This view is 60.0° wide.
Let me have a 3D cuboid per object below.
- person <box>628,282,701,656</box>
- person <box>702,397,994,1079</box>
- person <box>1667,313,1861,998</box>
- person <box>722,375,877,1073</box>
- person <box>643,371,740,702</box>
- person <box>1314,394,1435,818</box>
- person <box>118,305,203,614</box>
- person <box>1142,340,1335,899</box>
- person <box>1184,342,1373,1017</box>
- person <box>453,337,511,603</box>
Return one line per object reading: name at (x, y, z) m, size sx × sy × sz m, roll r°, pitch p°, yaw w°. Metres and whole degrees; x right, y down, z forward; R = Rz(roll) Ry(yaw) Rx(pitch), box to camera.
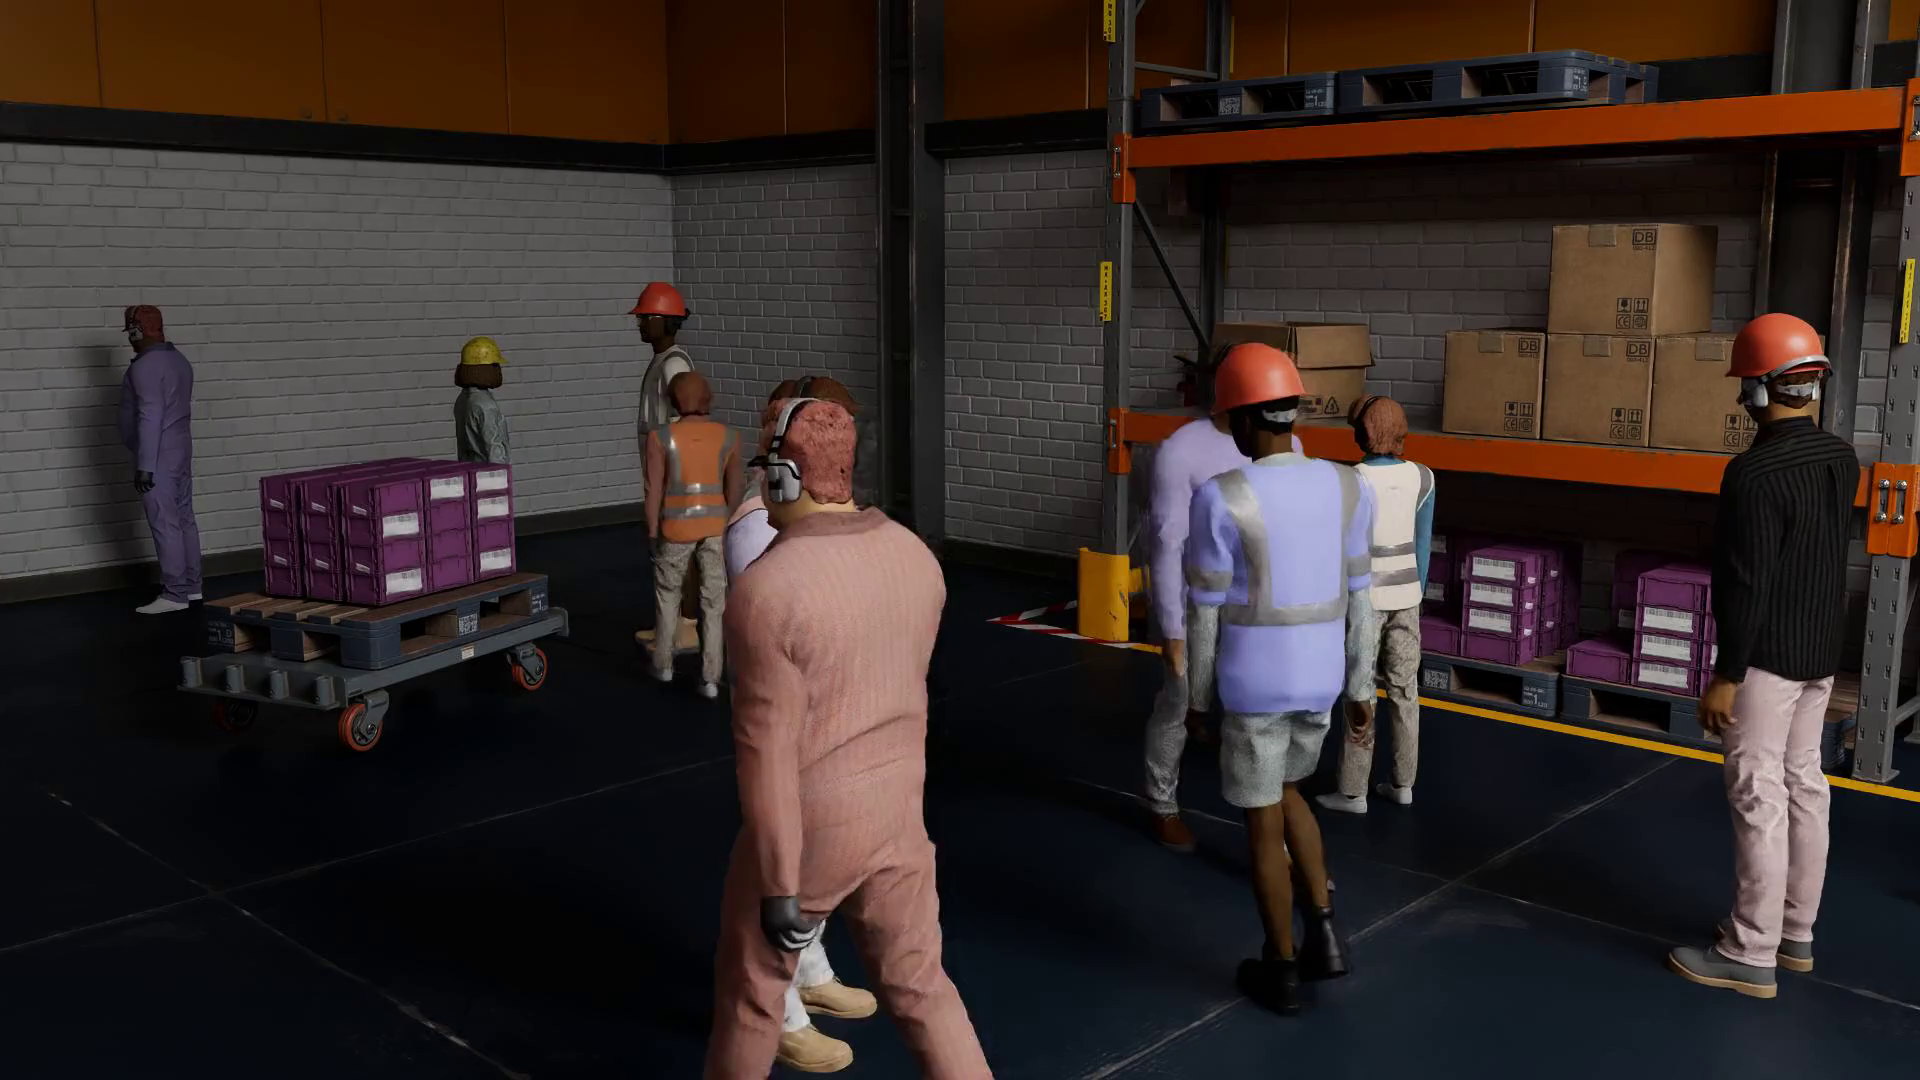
person at (-1.623, -0.386, 9.158) m, size 0.363 × 2.048 × 0.609 m, roll -3°, pitch 10°, yaw -18°
person at (-0.248, 0.613, 3.654) m, size 1.007 × 1.856 × 0.646 m, roll 8°, pitch 12°, yaw 39°
person at (2.367, 0.339, 4.885) m, size 0.613 × 1.991 × 0.392 m, roll -7°, pitch 12°, yaw -37°
person at (-0.403, 0.477, 4.497) m, size 0.429 × 1.841 × 0.634 m, roll 2°, pitch 9°, yaw 10°
person at (-1.356, -0.033, 8.323) m, size 0.522 × 1.613 × 0.728 m, roll -4°, pitch 10°, yaw -24°
person at (1.605, 0.258, 6.453) m, size 0.514 × 1.642 × 0.310 m, roll -4°, pitch 10°, yaw -24°
person at (-4.964, -0.496, 10.286) m, size 0.403 × 1.900 × 0.652 m, roll -1°, pitch 9°, yaw -5°
person at (0.922, 0.253, 5.763) m, size 0.650 × 1.879 × 1.042 m, roll -4°, pitch 10°, yaw -21°
person at (0.876, 0.401, 4.733) m, size 0.547 × 1.913 × 0.434 m, roll -4°, pitch 10°, yaw -24°
person at (-2.654, -0.263, 9.337) m, size 0.294 × 1.744 × 0.486 m, roll -7°, pitch 12°, yaw -38°
